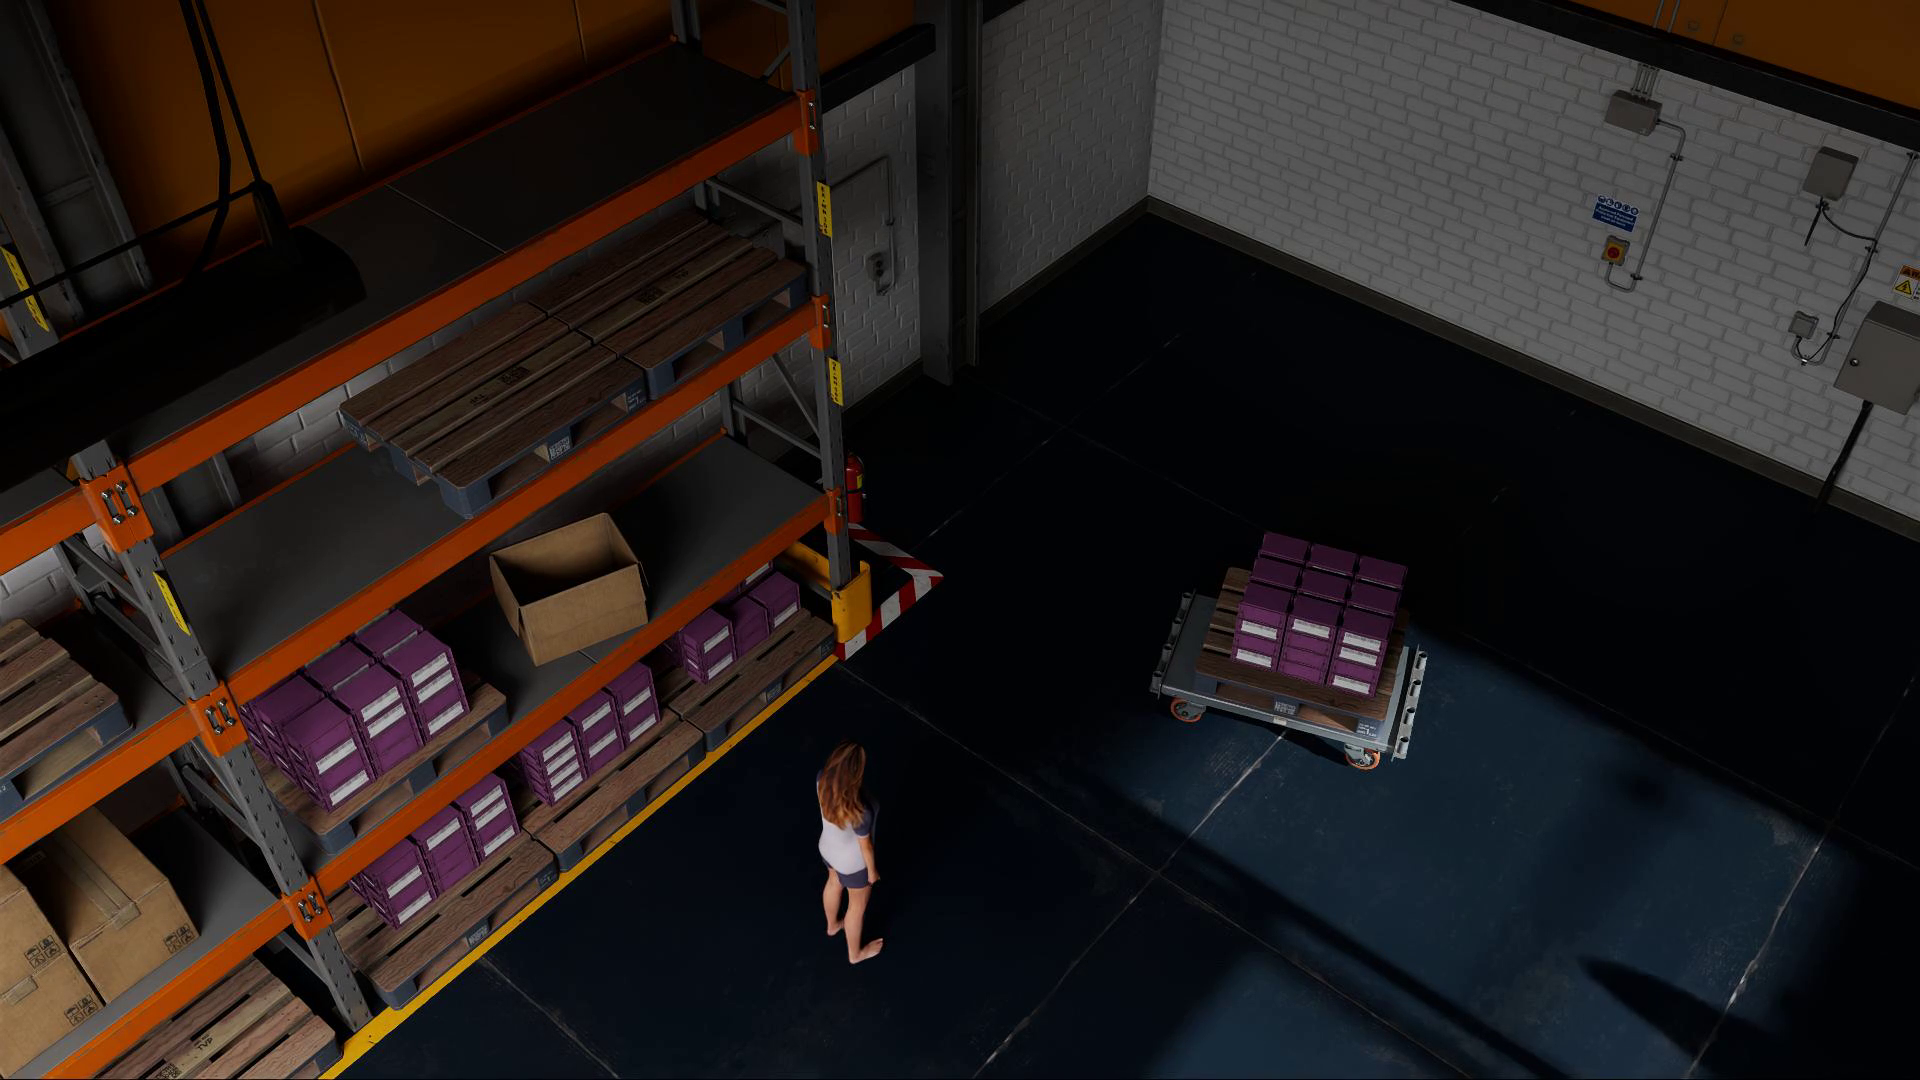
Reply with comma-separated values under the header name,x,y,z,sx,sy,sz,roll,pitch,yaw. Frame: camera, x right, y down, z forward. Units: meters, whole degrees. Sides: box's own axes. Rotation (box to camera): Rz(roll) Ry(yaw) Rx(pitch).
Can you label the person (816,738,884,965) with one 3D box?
name,x,y,z,sx,sy,sz,roll,pitch,yaw
person,-0.629,1.713,9.140,0.603,1.728,0.631,-28,50,-26
